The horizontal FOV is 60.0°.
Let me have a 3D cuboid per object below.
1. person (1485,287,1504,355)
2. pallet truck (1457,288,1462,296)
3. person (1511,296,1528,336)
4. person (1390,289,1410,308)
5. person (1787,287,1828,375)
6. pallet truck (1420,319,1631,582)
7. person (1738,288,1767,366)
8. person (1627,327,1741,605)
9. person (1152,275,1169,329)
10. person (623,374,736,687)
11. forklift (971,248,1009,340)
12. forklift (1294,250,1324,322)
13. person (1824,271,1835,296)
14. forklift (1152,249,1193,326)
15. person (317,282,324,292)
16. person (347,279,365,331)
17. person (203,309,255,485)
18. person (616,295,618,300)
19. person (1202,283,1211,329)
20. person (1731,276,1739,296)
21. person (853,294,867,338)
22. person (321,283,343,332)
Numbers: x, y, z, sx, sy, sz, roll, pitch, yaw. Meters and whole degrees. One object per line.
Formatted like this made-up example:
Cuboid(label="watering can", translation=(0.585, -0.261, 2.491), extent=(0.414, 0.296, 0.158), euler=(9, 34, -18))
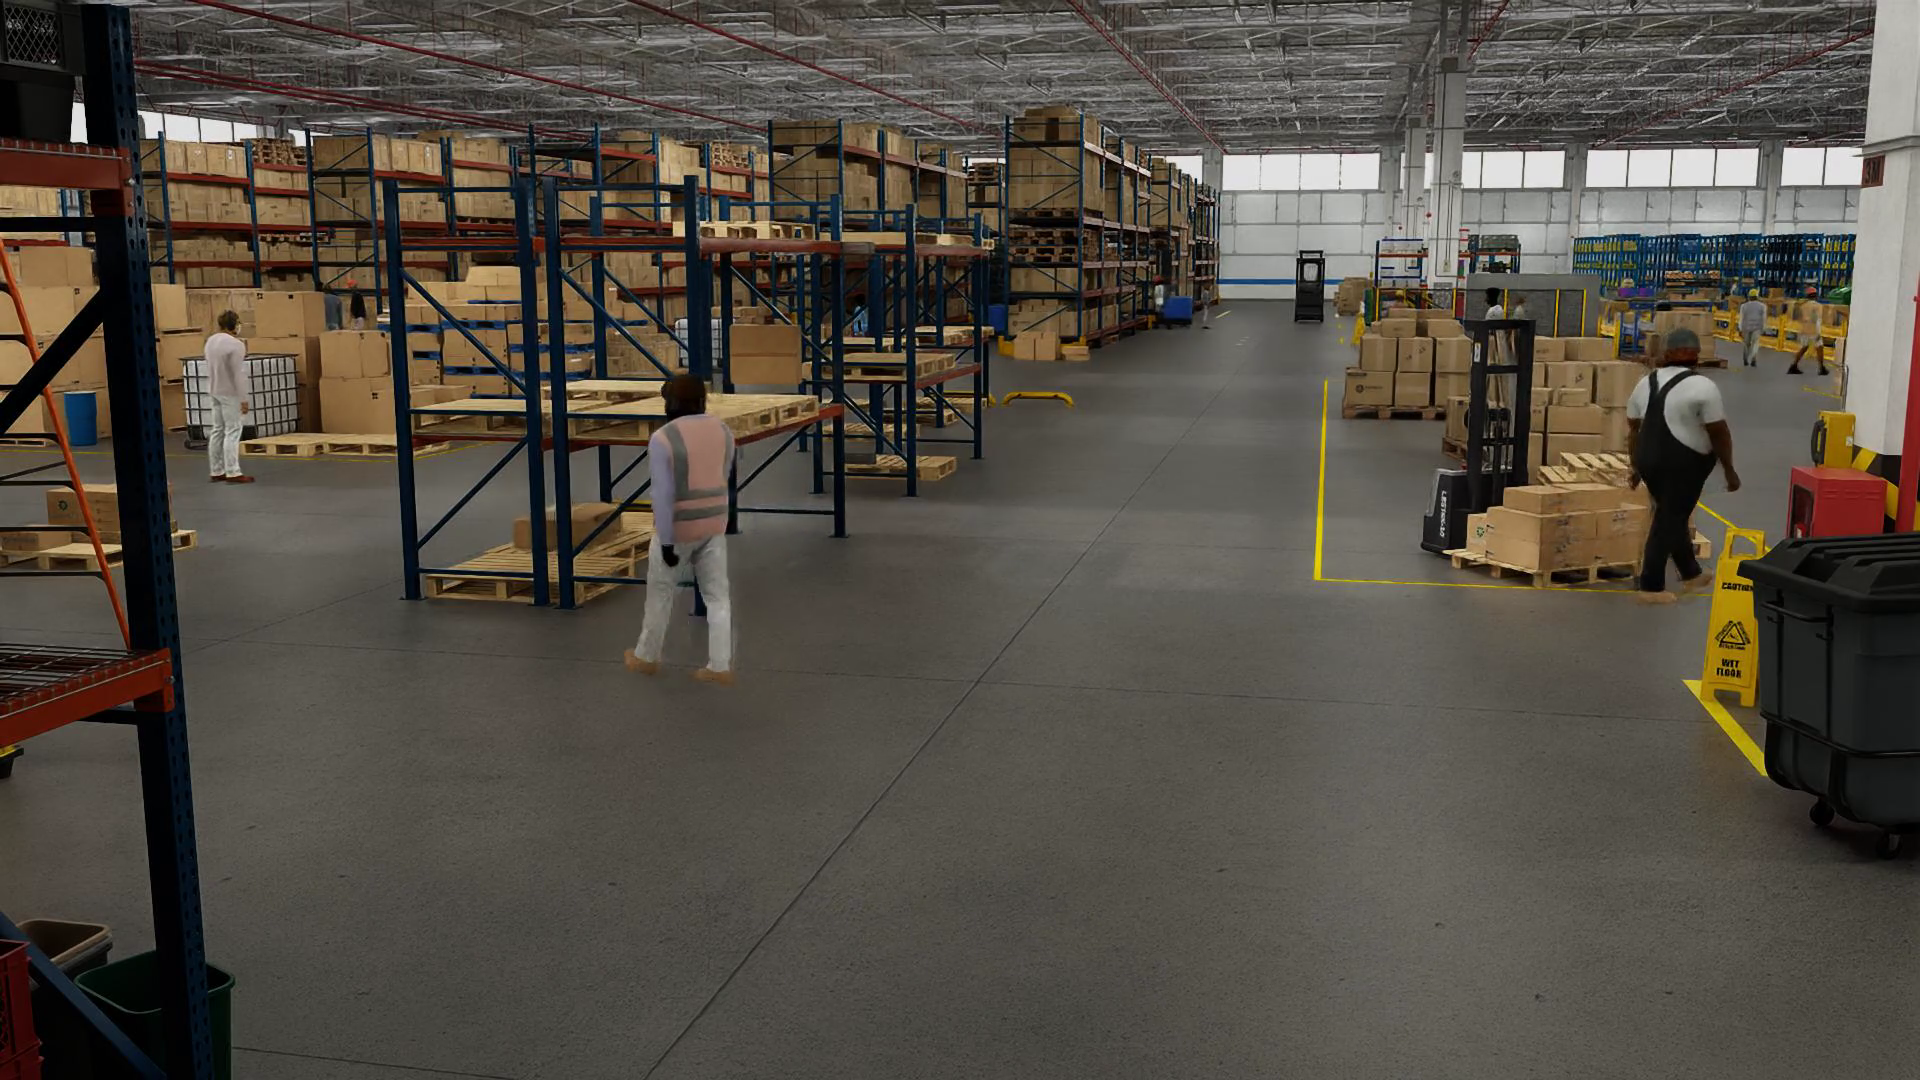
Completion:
Cuboid(label="person", translation=(9.919, -3.725, 30.968), extent=(0.364, 1.962, 0.612), euler=(0, 10, 3))
Cuboid(label="pallet truck", translation=(20.506, -9.785, 68.819), extent=(0.653, 1.274, 1.630), euler=(2, 10, 12))
Cuboid(label="person", translation=(13.079, -4.852, 38.690), extent=(0.739, 1.610, 0.530), euler=(4, 10, 20))
Cuboid(label="person", translation=(10.509, -5.118, 39.828), extent=(0.546, 1.751, 0.476), euler=(8, 12, 39))
Cuboid(label="person", translation=(18.284, -4.481, 35.705), extent=(0.629, 1.885, 0.607), euler=(-3, 10, -18))
Cuboid(label="pallet truck", translation=(4.543, -0.757, 13.299), extent=(0.823, 1.965, 1.885), euler=(-4, 10, -22))
Cuboid(label="person", translation=(18.318, -4.910, 38.448), extent=(0.599, 1.814, 0.747), euler=(4, 10, 23))
Cuboid(label="person", translation=(5.271, -0.563, 12.023), extent=(1.001, 2.000, 0.704), euler=(-3, 10, -20))
Cuboid(label="person", translation=(7.069, -8.380, 58.689), extent=(0.622, 1.912, 0.552), euler=(5, 11, 28))
Cuboid(label="person", translation=(-1.651, -0.065, 9.770), extent=(0.632, 1.807, 0.880), euler=(-9, 13, -44))
Cuboid(label="forklift", translation=(1.018, -7.497, 50.601), extent=(1.129, 2.768, 1.873), euler=(2, 10, 12))
Cuboid(label="forklift", translation=(13.778, -10.002, 65.433), extent=(1.129, 2.768, 1.873), euler=(2, 10, 12))
Cuboid(label="person", translation=(43.208, -12.413, 82.485), extent=(0.657, 1.949, 0.600), euler=(-3, 10, -20))
Cuboid(label="forklift", translation=(7.646, -9.320, 61.395), extent=(1.873, 2.768, 1.129), euler=(2, 10, 11))
Cuboid(label="person", translation=(-15.559, -5.331, 40.618), extent=(0.587, 1.920, 0.390), euler=(-2, 10, -11))
Cuboid(label="person", translation=(-15.735, -5.819, 43.369), extent=(0.424, 1.978, 0.624), euler=(-3, 10, -18))
Cuboid(label="person", translation=(-8.084, -1.574, 18.380), extent=(0.643, 1.927, 0.392), euler=(7, 12, 34))
Cuboid(label="person", translation=(-8.506, -5.254, 41.012), extent=(0.527, 1.631, 0.320), euler=(1, 10, 4))
Cuboid(label="person", translation=(8.791, -8.329, 59.211), extent=(0.271, 1.632, 0.503), euler=(1, 10, 4))
Cuboid(label="person", translation=(32.649, -10.247, 70.224), extent=(0.504, 1.753, 0.528), euler=(3, 10, 17))
Cuboid(label="person", translation=(-2.257, -4.736, 37.750), extent=(0.318, 1.697, 0.535), euler=(0, 10, 1))
Cuboid(label="person", translation=(-14.584, -4.968, 38.442), extent=(0.630, 1.931, 0.366), euler=(-7, 12, -34))
